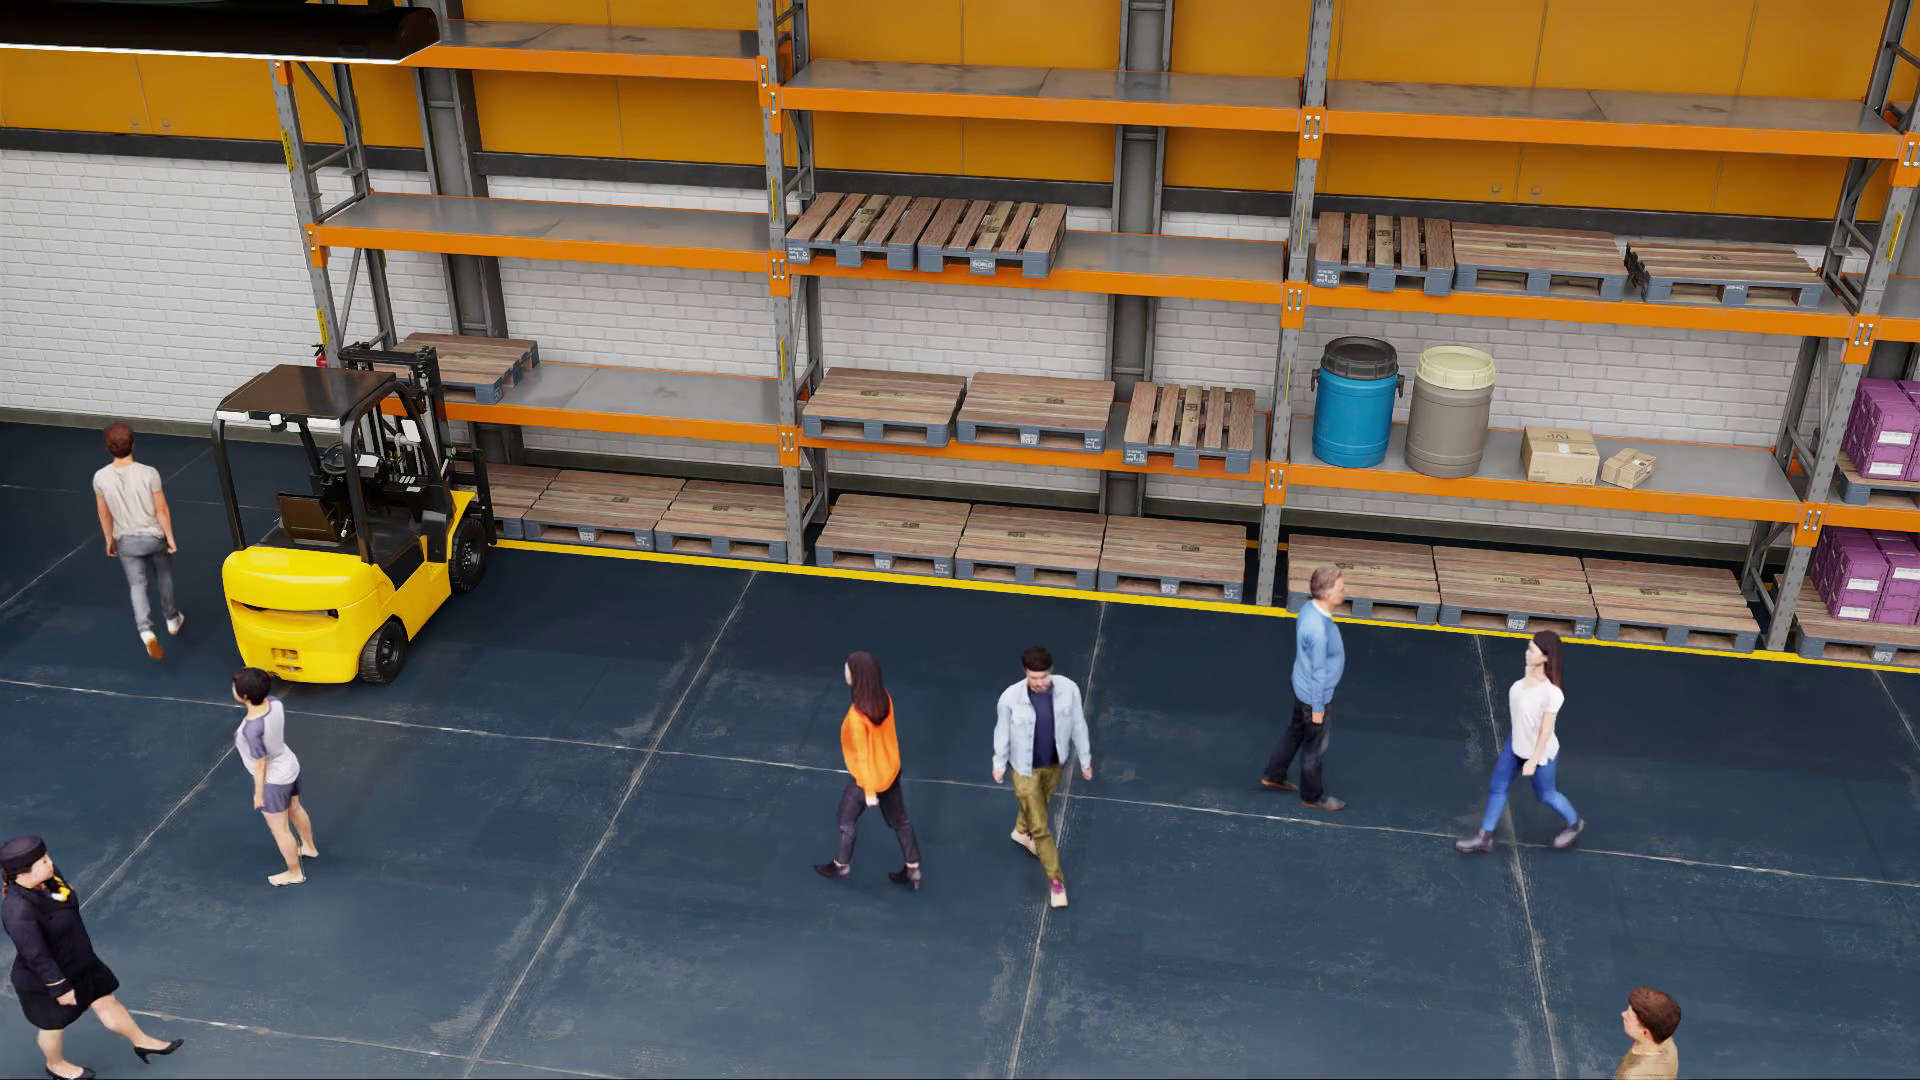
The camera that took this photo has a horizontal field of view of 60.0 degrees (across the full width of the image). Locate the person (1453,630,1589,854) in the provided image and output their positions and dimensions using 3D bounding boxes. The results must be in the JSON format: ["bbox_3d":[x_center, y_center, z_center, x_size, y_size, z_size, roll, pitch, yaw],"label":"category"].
[{"bbox_3d":[3.722,1.345,10.579,1.183,1.646,0.850,-5,29,-9],"label":"person"}]

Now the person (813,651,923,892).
[{"bbox_3d":[-0.462,1.481,10.258,0.980,1.715,0.738,11,30,19],"label":"person"}]

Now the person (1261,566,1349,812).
[{"bbox_3d":[2.319,0.968,11.094,0.801,1.815,0.690,2,29,4],"label":"person"}]

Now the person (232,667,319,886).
[{"bbox_3d":[-4.309,1.457,10.458,0.571,1.566,0.602,0,29,0],"label":"person"}]

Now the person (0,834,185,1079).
[{"bbox_3d":[-4.890,2.287,8.851,1.035,1.648,0.870,-3,29,-5],"label":"person"}]

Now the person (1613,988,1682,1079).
[{"bbox_3d":[3.122,2.862,7.625,1.316,1.813,0.964,15,32,26],"label":"person"}]

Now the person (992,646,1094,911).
[{"bbox_3d":[0.455,1.370,10.418,1.197,1.758,1.157,-11,30,-19],"label":"person"}]

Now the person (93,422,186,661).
[{"bbox_3d":[-6.286,0.032,12.751,1.148,1.872,1.069,-9,30,-17],"label":"person"}]
